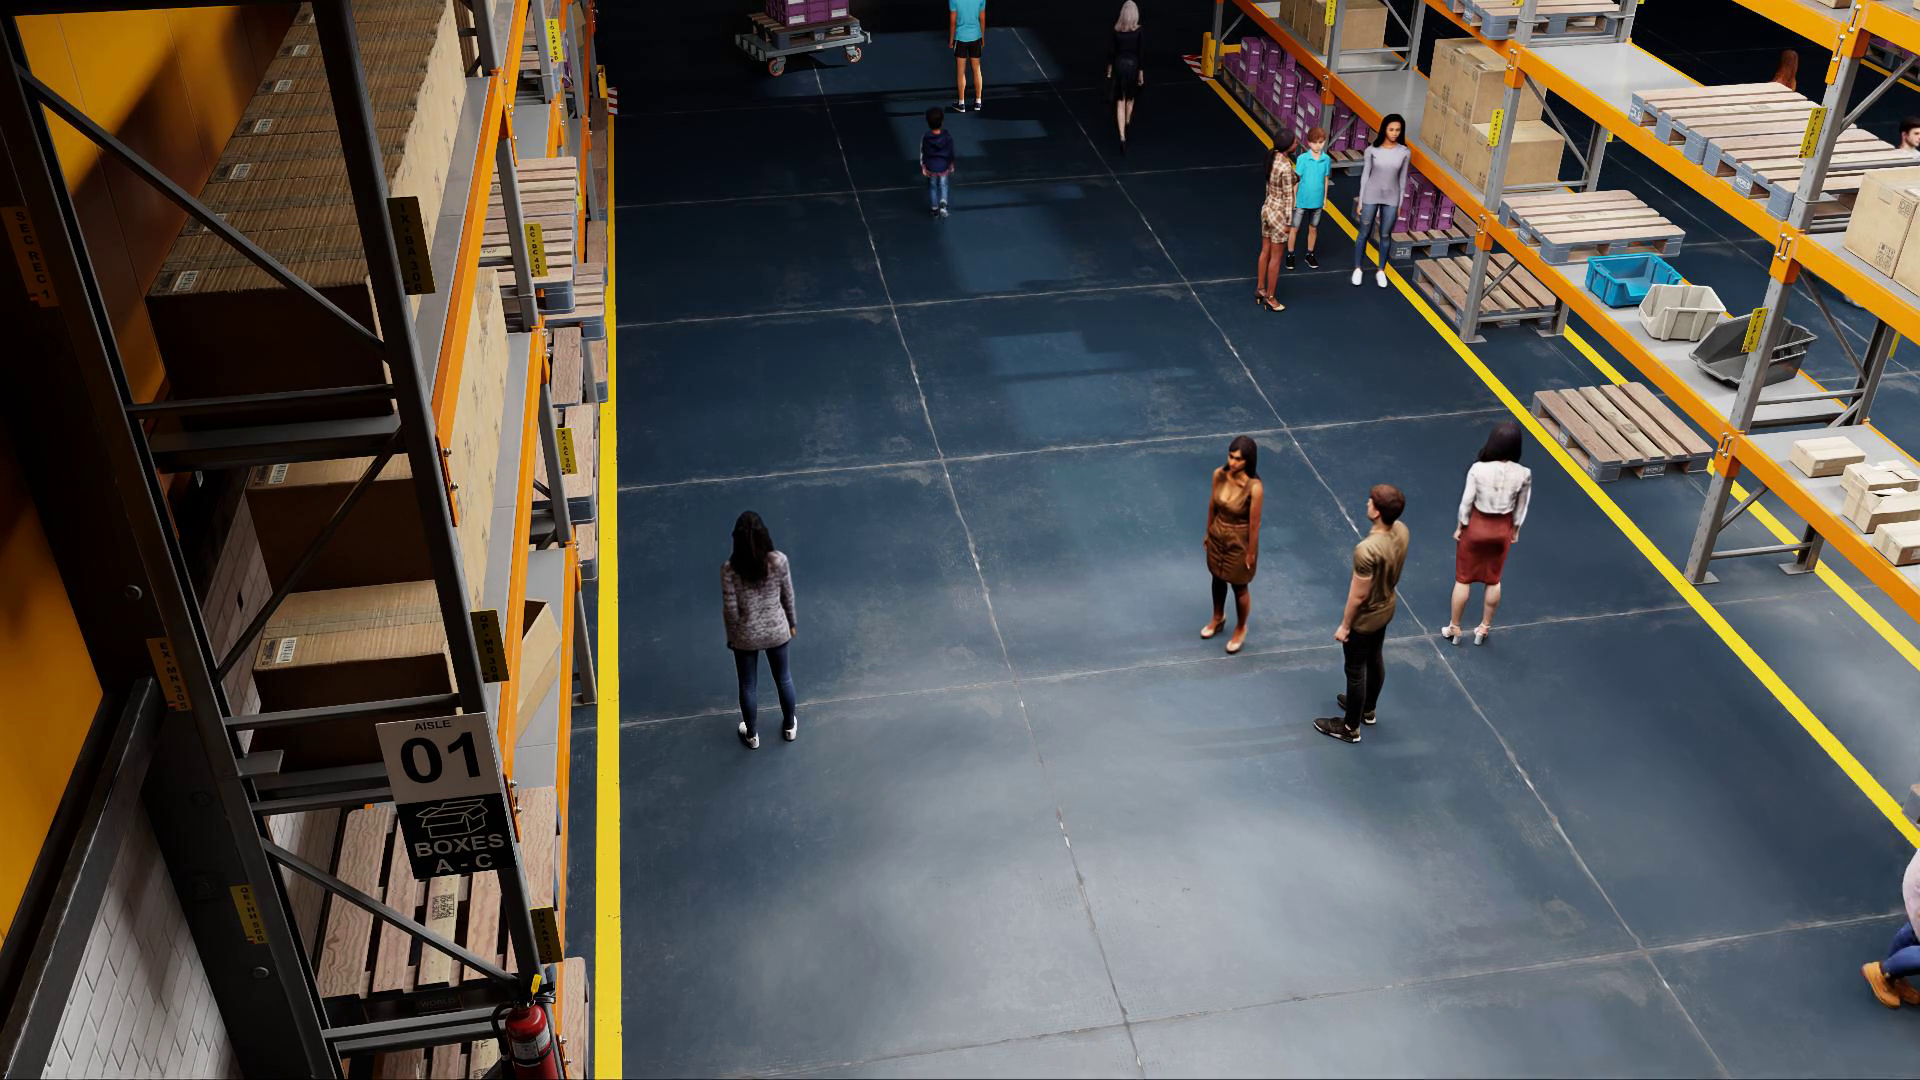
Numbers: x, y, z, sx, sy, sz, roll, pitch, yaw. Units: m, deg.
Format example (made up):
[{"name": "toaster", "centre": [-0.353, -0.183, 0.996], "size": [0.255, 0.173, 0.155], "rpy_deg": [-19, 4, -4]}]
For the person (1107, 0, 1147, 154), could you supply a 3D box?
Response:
[{"name": "person", "centre": [1.925, -5.359, 19.381], "size": [0.868, 1.694, 1.241], "rpy_deg": [5, 34, 7]}]

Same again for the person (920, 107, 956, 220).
[{"name": "person", "centre": [-0.236, -4.001, 17.772], "size": [0.528, 1.215, 0.577], "rpy_deg": [-4, 34, -6]}]

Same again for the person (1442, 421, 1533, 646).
[{"name": "person", "centre": [3.579, -0.029, 11.312], "size": [0.639, 1.751, 0.582], "rpy_deg": [2, 34, 3]}]

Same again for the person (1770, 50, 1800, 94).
[{"name": "person", "centre": [8.734, -4.434, 17.959], "size": [0.636, 1.729, 0.611], "rpy_deg": [-17, 37, -24]}]

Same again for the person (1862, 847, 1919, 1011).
[{"name": "person", "centre": [5.046, 1.752, 8.648], "size": [0.847, 1.734, 0.879], "rpy_deg": [-27, 42, -35]}]

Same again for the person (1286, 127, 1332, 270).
[{"name": "person", "centre": [3.511, -3.453, 16.735], "size": [0.526, 1.449, 0.493], "rpy_deg": [-3, 34, -5]}]

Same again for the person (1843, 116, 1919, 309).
[{"name": "person", "centre": [8.772, -3.135, 15.871], "size": [0.746, 1.876, 0.753], "rpy_deg": [-13, 36, -19]}]

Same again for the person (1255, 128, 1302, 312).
[{"name": "person", "centre": [3.006, -3.041, 15.804], "size": [0.660, 1.795, 0.514], "rpy_deg": [-9, 35, -13]}]

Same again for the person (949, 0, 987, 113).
[{"name": "person", "centre": [0.102, -6.198, 20.569], "size": [0.621, 1.776, 0.532], "rpy_deg": [-8, 34, -12]}]

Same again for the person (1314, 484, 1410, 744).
[{"name": "person", "centre": [2.582, 0.456, 10.490], "size": [0.780, 1.852, 0.745], "rpy_deg": [26, 41, 33]}]

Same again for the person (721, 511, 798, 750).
[{"name": "person", "centre": [-1.259, 0.565, 10.435], "size": [0.631, 1.733, 0.555], "rpy_deg": [-10, 35, -14]}]

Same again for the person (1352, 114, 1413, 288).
[{"name": "person", "centre": [4.125, -3.339, 16.305], "size": [0.661, 1.736, 0.633], "rpy_deg": [5, 34, 8]}]

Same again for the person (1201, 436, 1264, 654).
[{"name": "person", "centre": [1.852, 0.023, 11.294], "size": [0.706, 1.684, 0.614], "rpy_deg": [-28, 42, -35]}]
